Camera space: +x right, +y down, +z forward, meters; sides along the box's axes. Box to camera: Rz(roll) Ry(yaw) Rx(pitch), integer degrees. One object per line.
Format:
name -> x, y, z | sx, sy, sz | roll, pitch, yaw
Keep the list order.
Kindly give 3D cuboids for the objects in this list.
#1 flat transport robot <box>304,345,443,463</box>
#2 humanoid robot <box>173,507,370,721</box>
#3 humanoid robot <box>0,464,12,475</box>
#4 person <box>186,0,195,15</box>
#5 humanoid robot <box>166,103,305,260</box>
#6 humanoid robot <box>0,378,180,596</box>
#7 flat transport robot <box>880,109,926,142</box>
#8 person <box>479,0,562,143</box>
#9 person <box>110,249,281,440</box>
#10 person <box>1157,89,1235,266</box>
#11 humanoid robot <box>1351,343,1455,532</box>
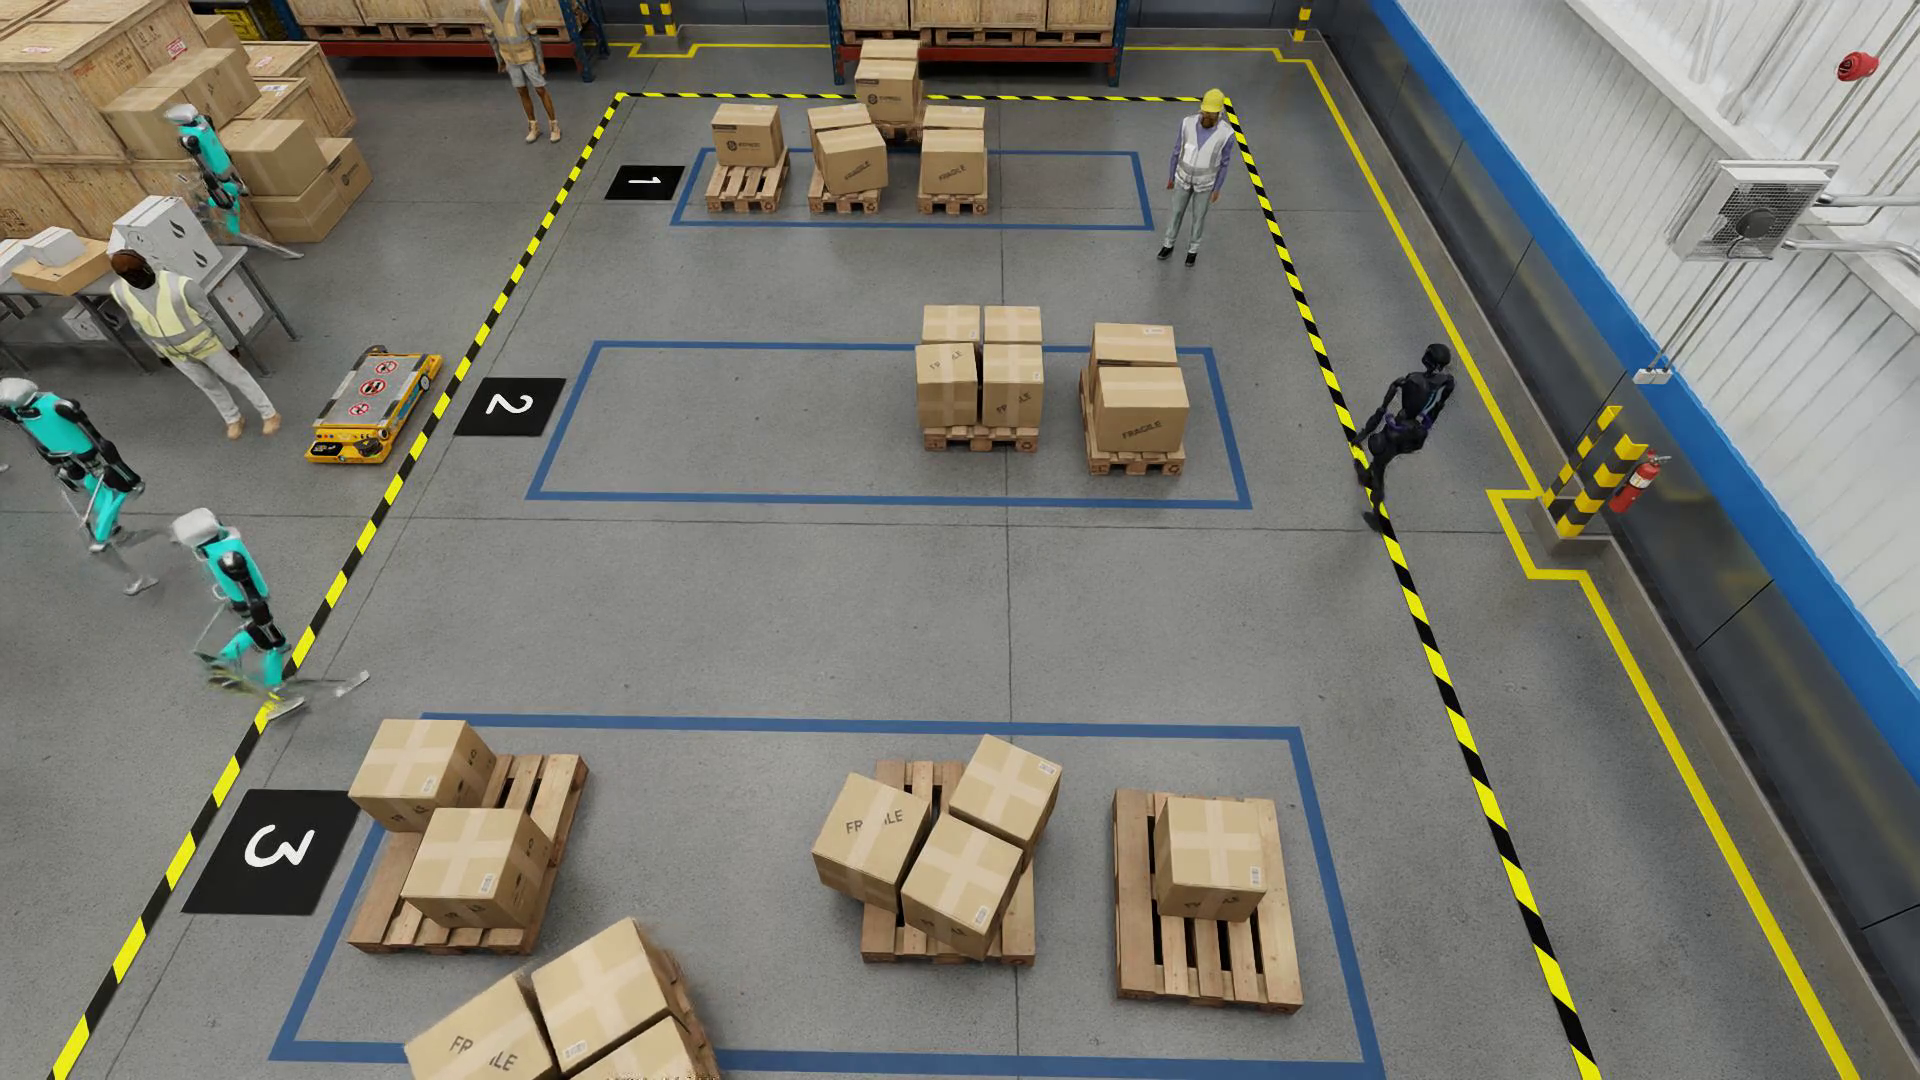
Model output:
flat transport robot -> -5.383, -1.269, 8.441 | 0.659, 0.231, 1.431 | 1, 50, 1
humanoid robot -> -4.674, 0.627, 5.888 | 0.551, 1.766, 0.893 | 37, 59, 27
humanoid robot -> -8.660, -0.905, 7.196 | 1.027, 1.747, 0.549 | -26, 54, -20
person -> -10.660, -7.114, 12.315 | 0.394, 1.910, 0.585 | 28, 55, 22
humanoid robot -> -7.766, -3.580, 9.468 | 1.041, 1.764, 0.551 | -7, 50, -6
humanoid robot -> -6.400, -0.289, 6.680 | 0.537, 1.770, 1.034 | 1, 50, 1
flat transport robot -> -0.841, -5.410, 11.927 | 1.431, 0.197, 0.652 | 1, 50, 1
person -> -5.387, -5.901, 11.196 | 0.604, 2.048, 0.366 | 1, 50, 1
person -> -6.443, -1.623, 7.718 | 0.627, 1.837, 0.429 | -8, 50, -7
person -> 2.438, -3.732, 9.497 | 0.589, 1.837, 0.404 | 20, 53, 16
humanoid robot -> 3.427, -0.855, 7.199 | 0.585, 1.630, 0.787 | -7, 50, -6
